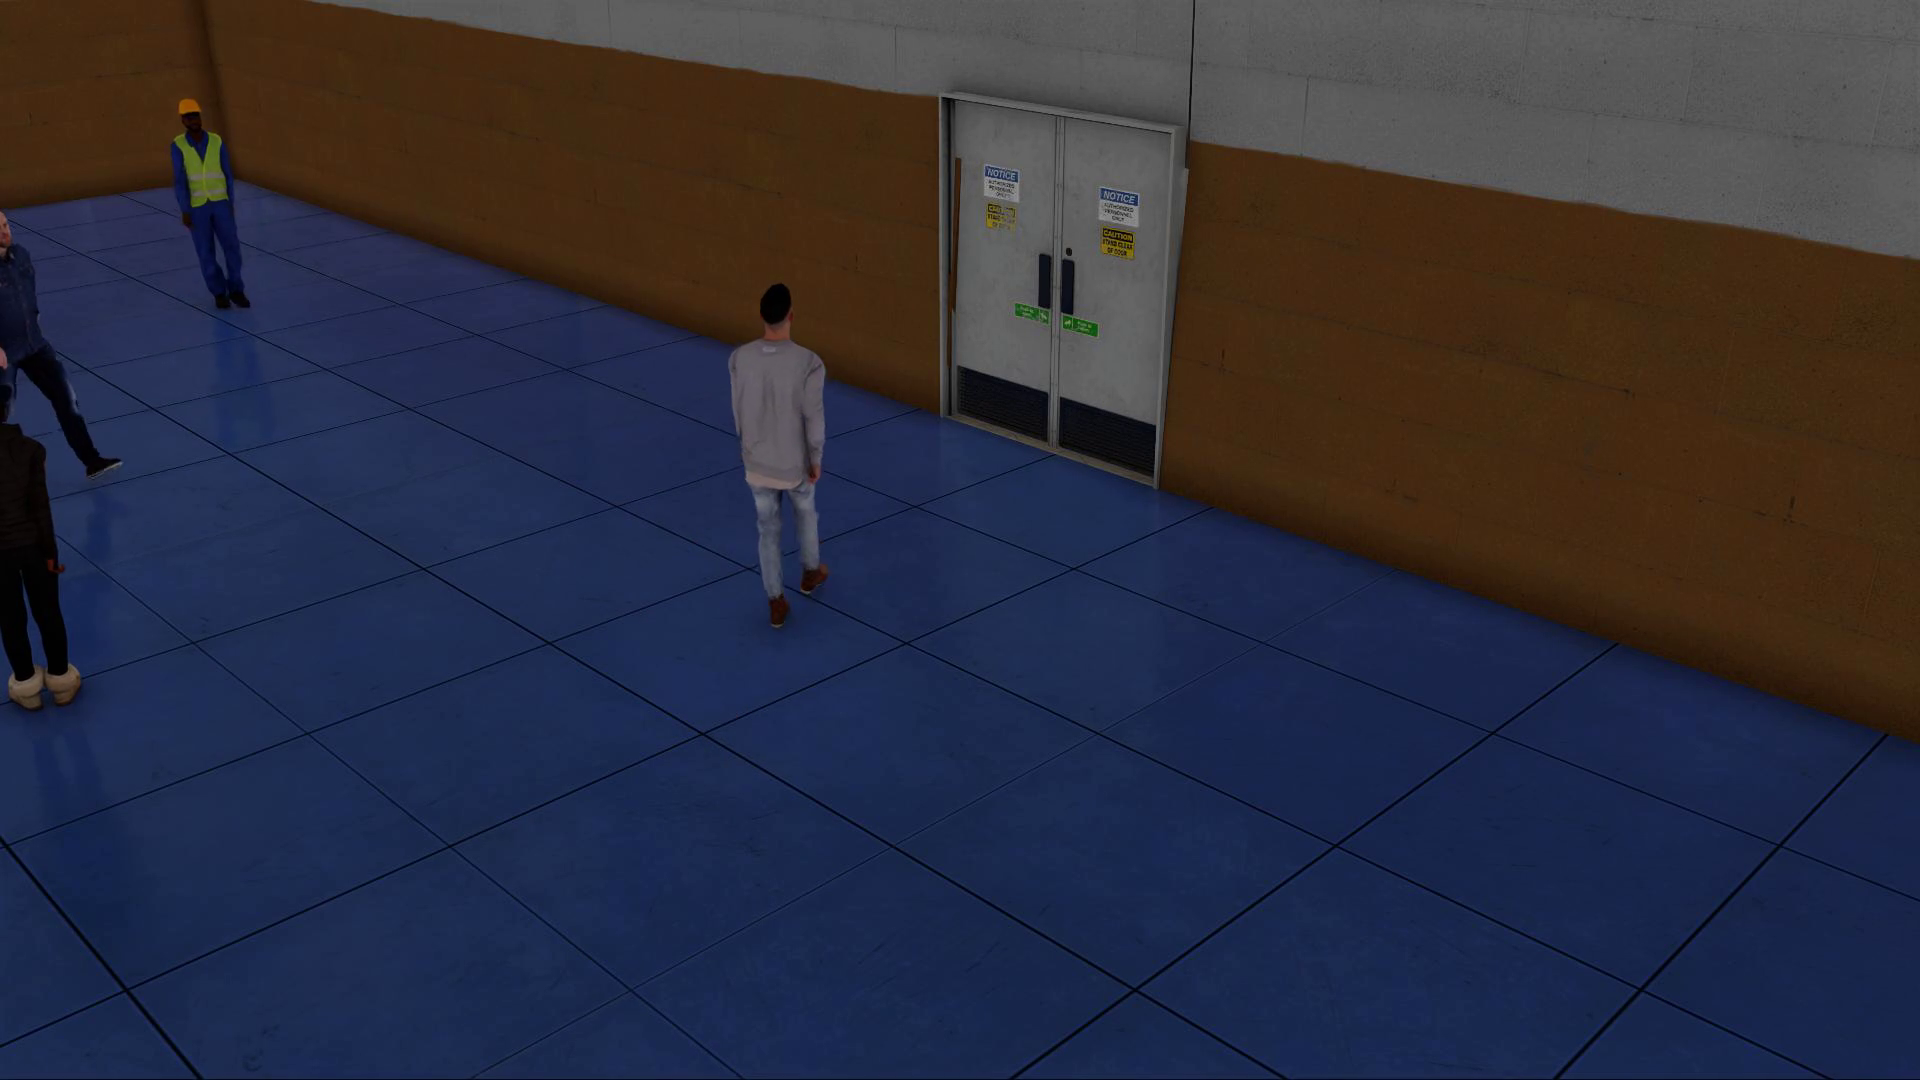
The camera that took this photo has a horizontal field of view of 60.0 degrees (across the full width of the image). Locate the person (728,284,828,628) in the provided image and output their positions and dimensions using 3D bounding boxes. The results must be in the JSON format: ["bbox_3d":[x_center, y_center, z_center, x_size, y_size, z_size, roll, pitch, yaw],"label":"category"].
[{"bbox_3d":[-0.966,-0.404,8.685,0.967,1.816,1.051,2,24,5],"label":"person"}]

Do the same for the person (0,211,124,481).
[{"bbox_3d":[-6.040,-1.191,10.524,1.097,1.783,1.193,8,25,18],"label":"person"}]

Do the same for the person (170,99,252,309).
[{"bbox_3d":[-6.550,-2.906,14.425,0.706,1.798,0.788,-16,28,-32],"label":"person"}]

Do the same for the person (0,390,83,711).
[{"bbox_3d":[-4.453,0.048,7.848,0.682,1.659,0.622,9,25,20],"label":"person"}]
